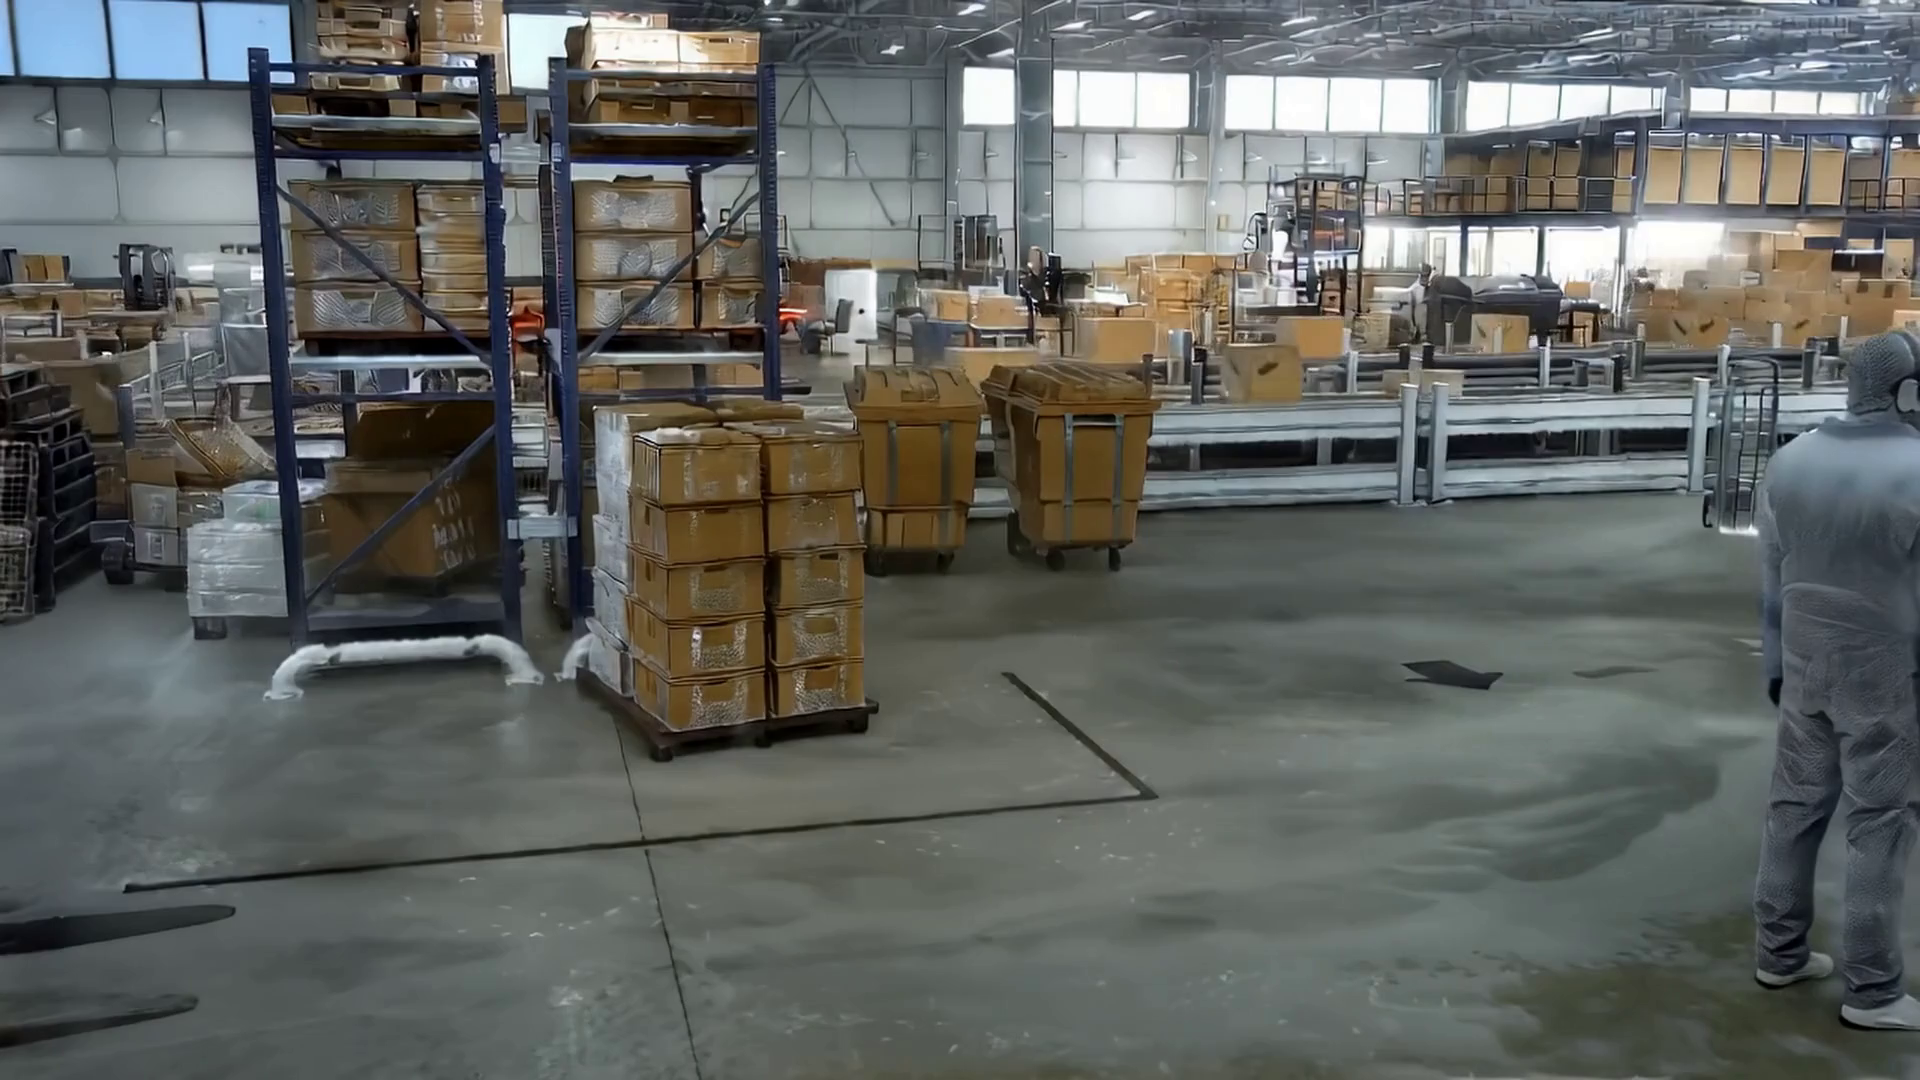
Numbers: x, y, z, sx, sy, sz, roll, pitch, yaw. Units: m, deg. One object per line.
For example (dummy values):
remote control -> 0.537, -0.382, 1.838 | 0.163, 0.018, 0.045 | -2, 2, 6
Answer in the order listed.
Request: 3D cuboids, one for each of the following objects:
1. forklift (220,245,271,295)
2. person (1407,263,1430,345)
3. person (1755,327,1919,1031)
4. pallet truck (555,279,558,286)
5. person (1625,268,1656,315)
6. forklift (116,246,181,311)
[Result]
forklift -> -17.749, -6.334, 41.440 | 1.157, 1.987, 2.680 | -3, 10, -17
person -> 7.040, -3.308, 25.541 | 0.331, 1.874, 0.519 | 5, 11, 27
person -> 2.491, 0.378, 4.570 | 0.408, 1.909, 0.638 | -4, 11, -20
pallet truck -> -10.604, -6.375, 44.520 | 0.653, 1.274, 1.630 | -3, 10, -15
person -> 12.733, -4.218, 31.108 | 0.537, 1.712, 0.917 | 4, 11, 21
forklift -> -19.966, -6.232, 40.894 | 1.157, 1.987, 2.680 | -3, 10, -15
